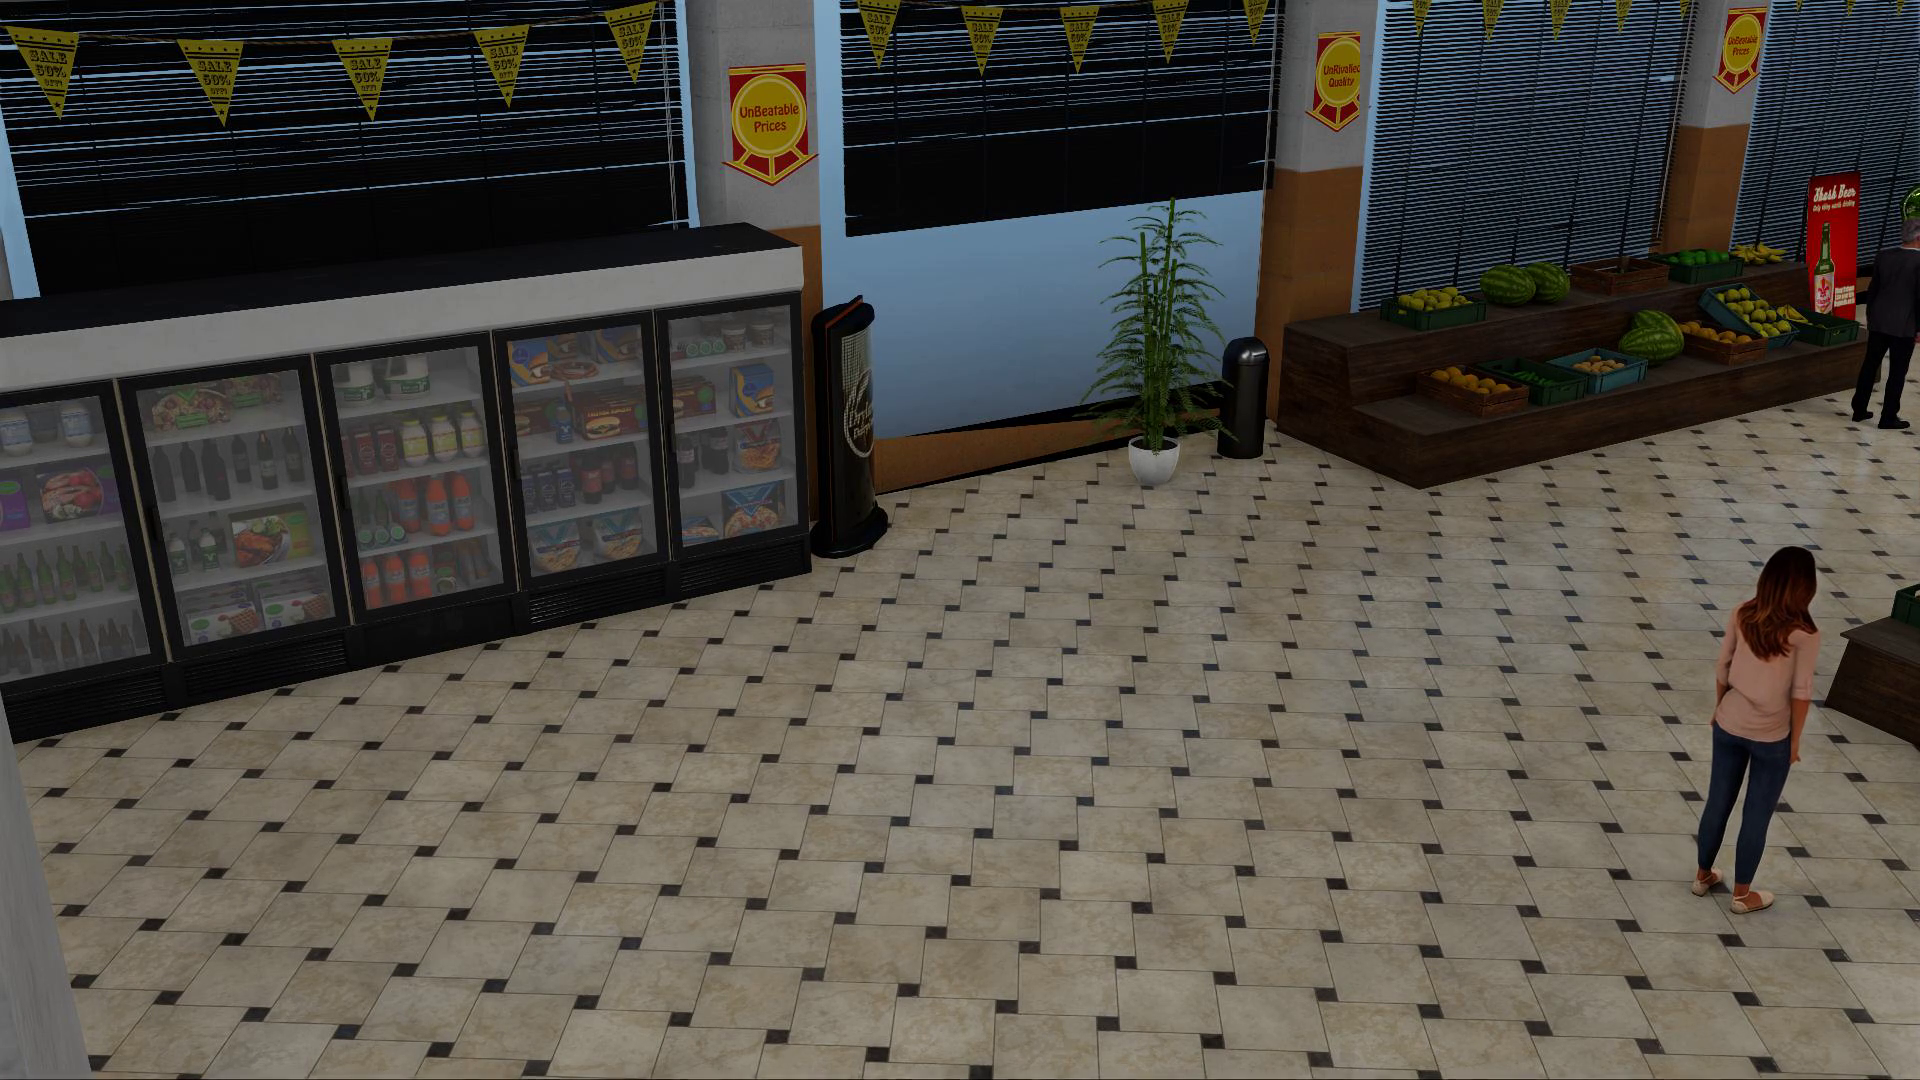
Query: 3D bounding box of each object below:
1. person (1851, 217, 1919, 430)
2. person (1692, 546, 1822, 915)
[{"bbox_3d":[8.116,-1.893,14.427,0.587,1.842,0.704,-11,24,-26],"label":"person"},{"bbox_3d":[3.643,0.867,7.625,0.540,1.792,0.599,-14,26,-32],"label":"person"}]
